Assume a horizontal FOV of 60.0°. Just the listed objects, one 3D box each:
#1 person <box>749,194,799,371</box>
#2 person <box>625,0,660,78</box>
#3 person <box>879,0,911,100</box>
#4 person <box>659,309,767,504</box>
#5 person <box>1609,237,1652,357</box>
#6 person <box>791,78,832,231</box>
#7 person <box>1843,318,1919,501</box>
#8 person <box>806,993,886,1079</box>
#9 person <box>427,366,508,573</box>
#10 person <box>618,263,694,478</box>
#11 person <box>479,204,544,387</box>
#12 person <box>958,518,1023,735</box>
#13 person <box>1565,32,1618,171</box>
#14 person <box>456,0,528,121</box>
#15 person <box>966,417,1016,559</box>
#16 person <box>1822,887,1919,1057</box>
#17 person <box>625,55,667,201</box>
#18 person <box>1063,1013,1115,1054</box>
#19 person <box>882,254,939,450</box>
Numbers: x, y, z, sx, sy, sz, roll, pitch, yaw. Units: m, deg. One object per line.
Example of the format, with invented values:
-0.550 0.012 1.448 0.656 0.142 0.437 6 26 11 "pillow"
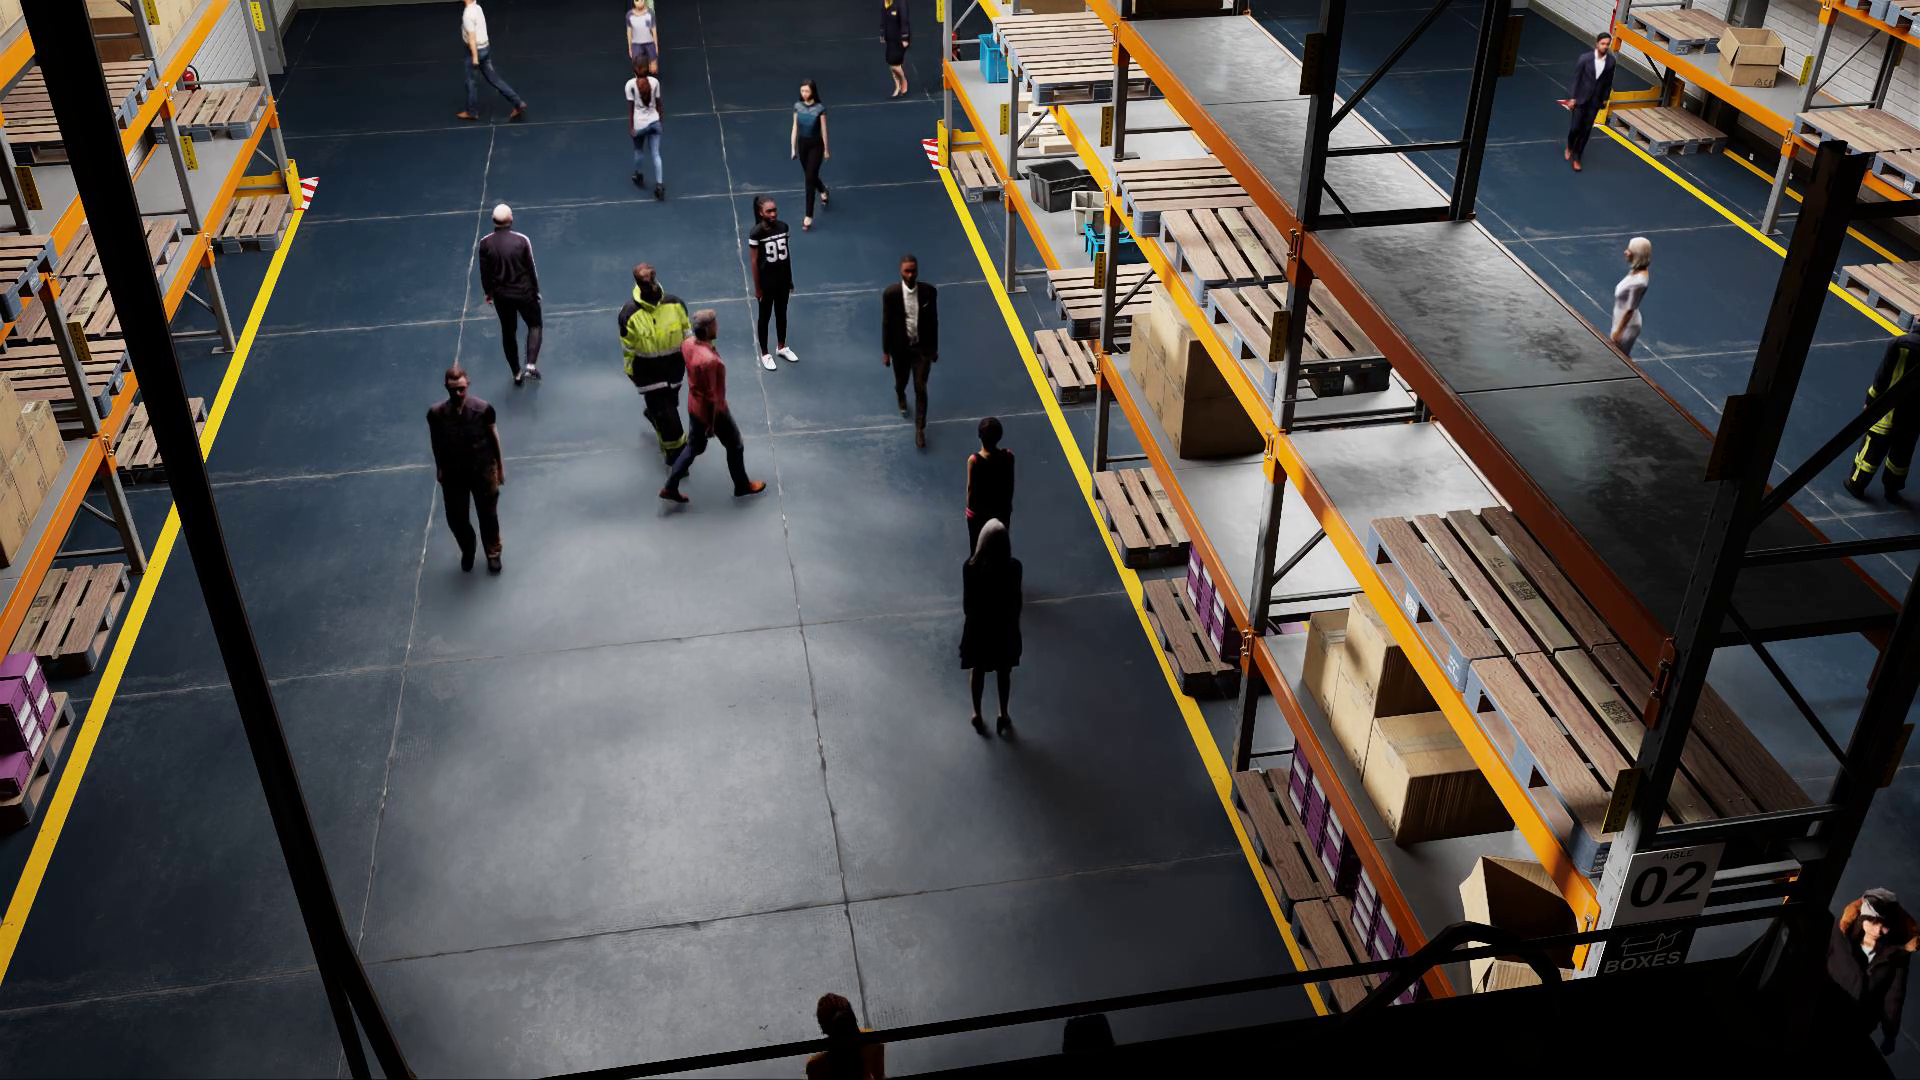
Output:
-1.837 -2.536 16.269 0.713 1.729 0.741 -26 42 -33 "person"
-4.363 -6.805 22.857 0.588 1.546 0.826 -8 34 -12 "person"
-0.816 -6.893 22.884 0.879 1.662 0.761 -22 40 -30 "person"
-2.213 -1.077 14.014 1.052 1.794 1.213 -19 38 -27 "person"
6.165 -1.970 15.405 0.715 1.742 0.609 9 35 14 "person"
-1.704 -4.512 19.269 0.905 1.699 1.140 11 35 15 "person"
8.011 -1.194 14.130 0.857 1.861 0.835 6 34 10 "person"
-0.484 2.902 8.100 0.760 1.715 1.216 -11 35 -16 "person"
-3.912 -0.607 13.278 0.694 1.828 0.614 -7 34 -10 "person"
-2.680 -1.579 14.642 1.130 1.936 1.378 -21 39 -29 "person"
-4.232 -2.255 15.767 0.727 1.816 0.727 -3 34 -4 "person"
0.223 0.607 11.527 0.648 1.743 0.627 1 34 2 "person"
7.819 -5.505 20.747 0.747 1.717 0.795 3 34 4 "person"
-6.287 -6.441 22.062 1.009 1.818 1.254 5 34 7 "person"
0.231 -0.278 13.031 0.557 1.553 0.528 -9 35 -13 "person"
4.727 2.430 8.907 0.885 1.607 1.052 9 35 13 "person"
-3.710 -4.899 19.859 0.783 1.690 1.051 -17 37 -23 "person"
0.624 2.976 8.111 0.717 1.580 0.948 -12 35 -17 "person"
-0.459 -1.769 15.074 0.708 1.774 1.100 -4 34 -5 "person"
